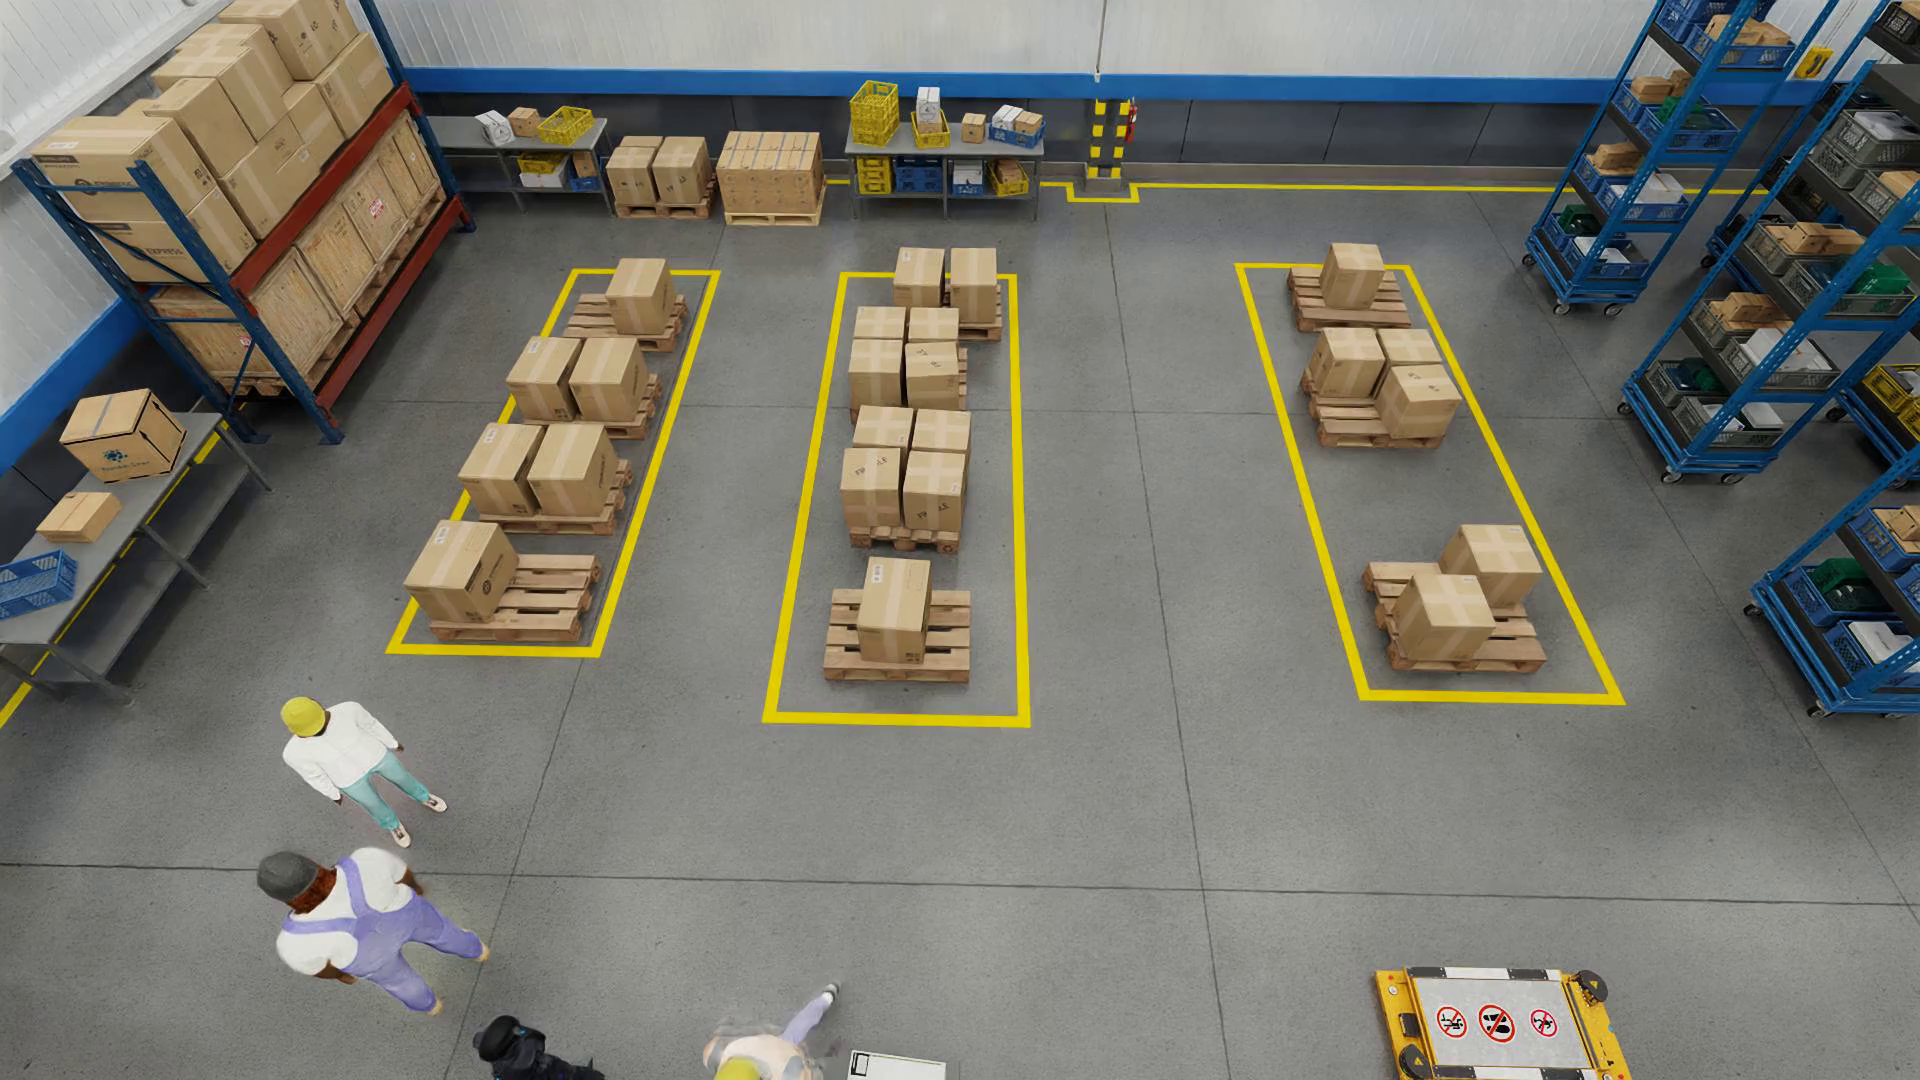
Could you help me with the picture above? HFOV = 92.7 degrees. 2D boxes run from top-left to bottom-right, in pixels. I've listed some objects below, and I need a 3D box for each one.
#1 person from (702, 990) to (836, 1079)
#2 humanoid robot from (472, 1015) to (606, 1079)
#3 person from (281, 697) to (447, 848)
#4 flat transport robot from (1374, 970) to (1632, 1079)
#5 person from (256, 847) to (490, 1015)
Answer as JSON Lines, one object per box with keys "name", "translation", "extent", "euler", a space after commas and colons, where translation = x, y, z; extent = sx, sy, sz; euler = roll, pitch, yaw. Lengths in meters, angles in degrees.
{"name": "person", "translation": [-1.008, 2.895, 5.110], "extent": [0.613, 1.852, 1.049], "euler": [18, 53, 14]}
{"name": "humanoid robot", "translation": [-2.330, 2.995, 5.134], "extent": [0.573, 1.648, 0.349], "euler": [10, 52, 8]}
{"name": "person", "translation": [-4.073, 1.555, 6.252], "extent": [0.325, 1.765, 0.532], "euler": [27, 56, 21]}
{"name": "flat transport robot", "translation": [3.501, 3.133, 5.914], "extent": [1.431, 0.197, 0.652], "euler": [1, 51, 1]}
{"name": "person", "translation": [-3.516, 2.295, 5.473], "extent": [0.535, 2.000, 0.685], "euler": [25, 55, 19]}
